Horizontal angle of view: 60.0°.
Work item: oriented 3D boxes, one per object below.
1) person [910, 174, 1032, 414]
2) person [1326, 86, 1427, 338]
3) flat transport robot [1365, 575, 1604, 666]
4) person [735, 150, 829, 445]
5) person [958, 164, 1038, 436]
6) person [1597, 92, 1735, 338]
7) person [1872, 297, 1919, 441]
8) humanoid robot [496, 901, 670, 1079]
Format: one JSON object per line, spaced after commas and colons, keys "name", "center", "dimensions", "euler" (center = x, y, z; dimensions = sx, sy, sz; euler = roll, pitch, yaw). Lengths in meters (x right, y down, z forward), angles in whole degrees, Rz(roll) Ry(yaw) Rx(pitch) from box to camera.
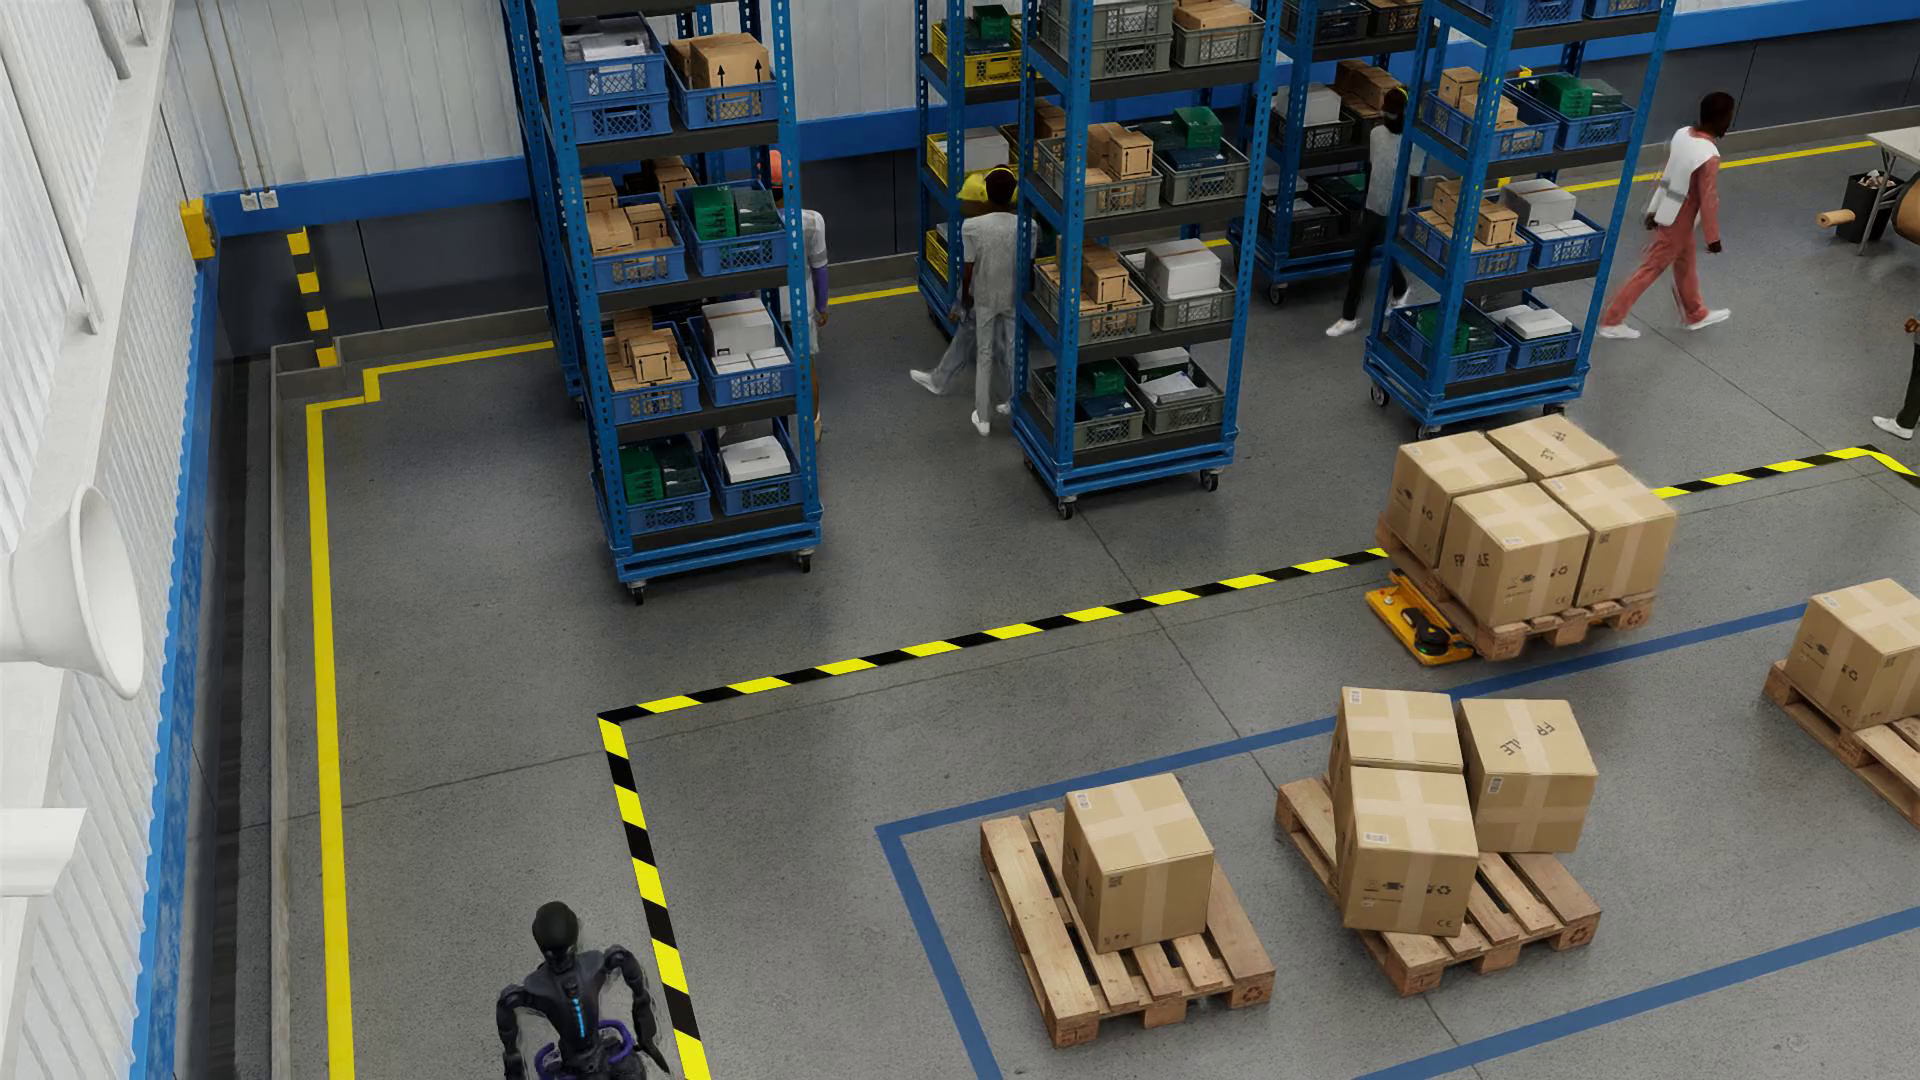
{"name": "person", "center": [0.097, -1.631, 11.126], "dimensions": [0.923, 1.692, 0.497], "euler": [6, 36, 9]}
{"name": "person", "center": [3.090, -2.372, 12.047], "dimensions": [0.756, 1.842, 0.530], "euler": [-28, 44, -34]}
{"name": "flat transport robot", "center": [3.135, 0.321, 9.576], "dimensions": [1.431, 0.197, 0.652], "euler": [-11, 37, -15]}
{"name": "person", "center": [-1.140, -1.509, 10.658], "dimensions": [0.609, 2.043, 0.372], "euler": [-9, 36, -13]}
{"name": "person", "center": [0.252, -1.546, 10.860], "dimensions": [0.526, 1.869, 0.311], "euler": [-2, 35, -3]}
{"name": "person", "center": [5.230, -2.294, 11.922], "dimensions": [1.007, 1.864, 0.593], "euler": [2, 35, 3]}
{"name": "person", "center": [6.440, -1.518, 10.835], "dimensions": [0.589, 1.851, 0.401], "euler": [-9, 36, -12]}
{"name": "humanoid robot", "center": [-1.350, 1.977, 6.066], "dimensions": [0.610, 1.640, 0.740], "euler": [-19, 39, -24]}
